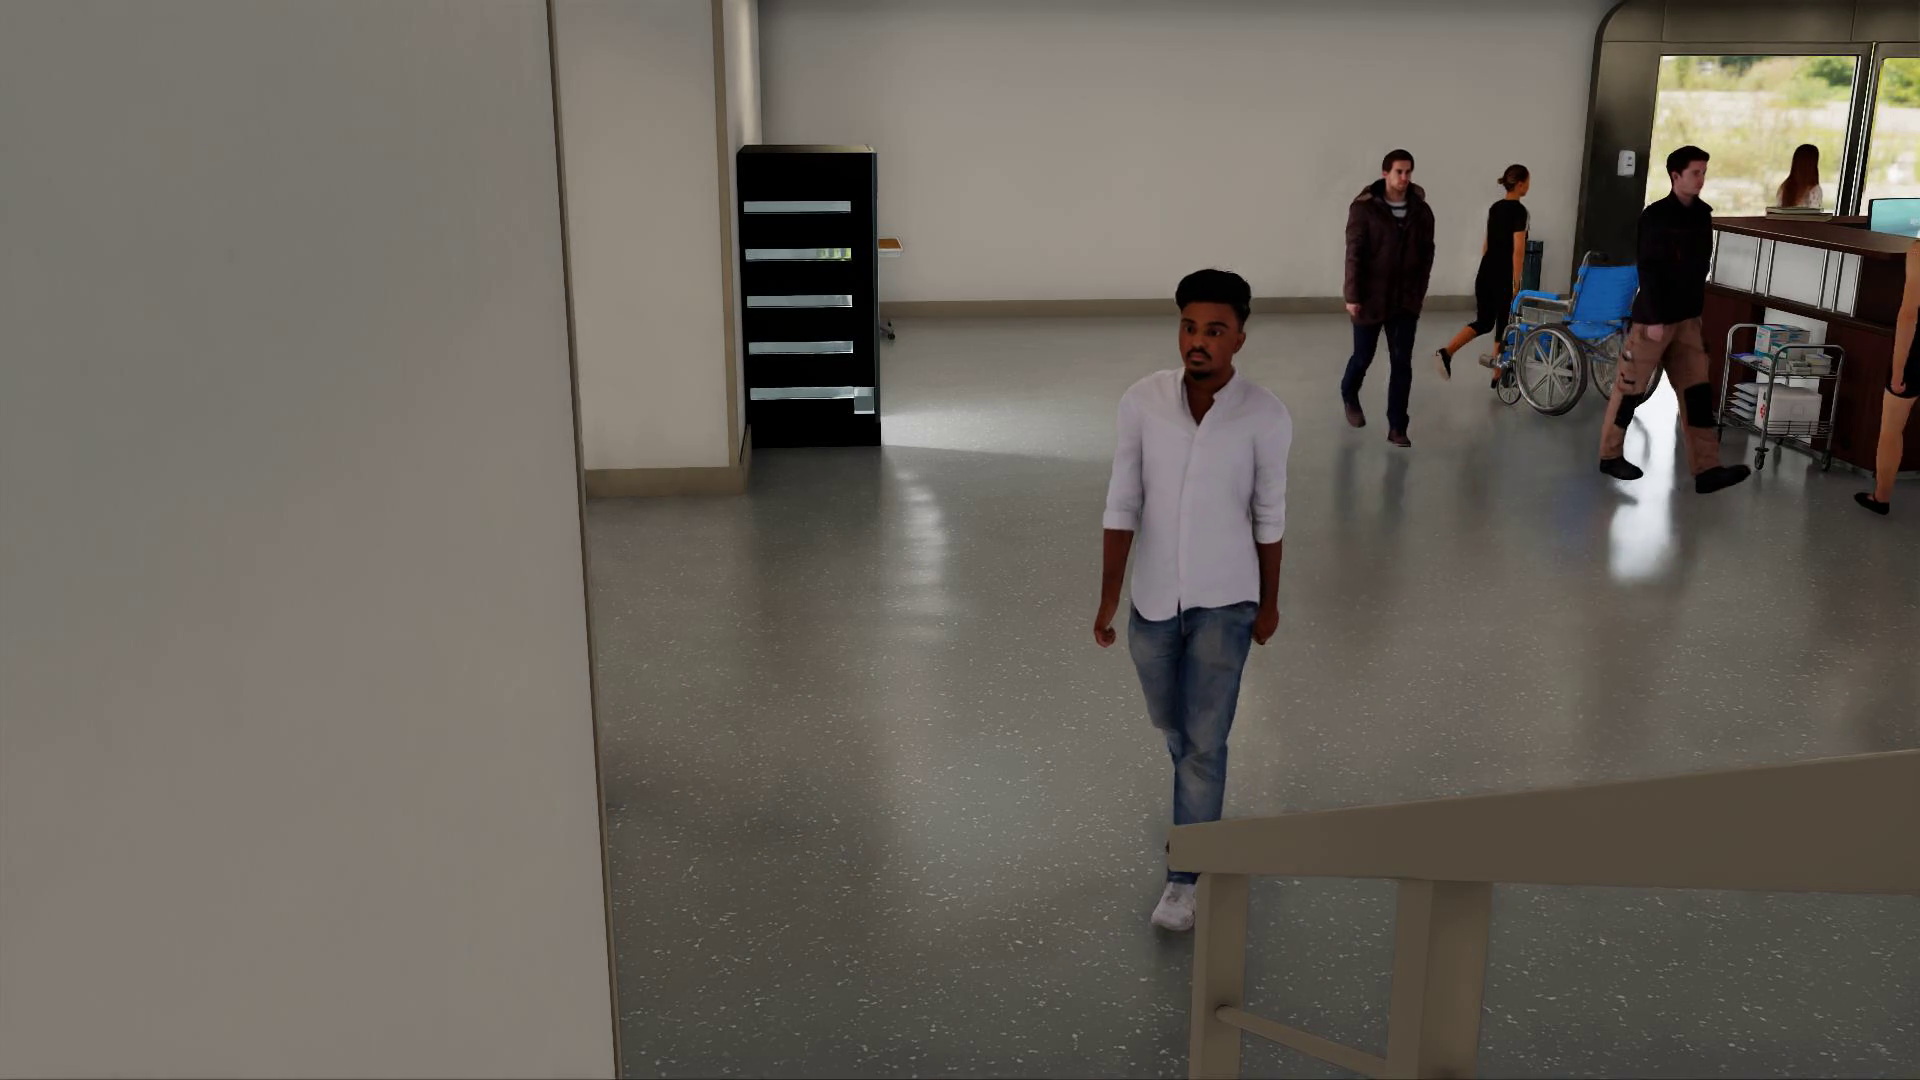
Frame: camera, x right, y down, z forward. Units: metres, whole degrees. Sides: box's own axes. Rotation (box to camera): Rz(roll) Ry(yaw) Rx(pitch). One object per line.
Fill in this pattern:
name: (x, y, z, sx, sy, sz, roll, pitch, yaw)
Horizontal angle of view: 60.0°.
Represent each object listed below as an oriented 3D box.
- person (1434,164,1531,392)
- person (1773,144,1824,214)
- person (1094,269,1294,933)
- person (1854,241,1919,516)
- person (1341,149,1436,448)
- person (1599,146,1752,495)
person: (3.890, -1.910, 12.225, 0.765, 1.651, 0.904, -4, 16, -15)
person: (6.934, -2.438, 14.012, 0.786, 1.698, 0.993, -4, 16, -15)
person: (0.692, 0.125, 4.765, 1.022, 1.781, 1.235, 7, 17, 24)
person: (4.964, -0.888, 8.364, 0.689, 1.778, 1.138, -1, 16, -2)
person: (2.668, -1.532, 10.596, 0.743, 1.806, 1.165, -1, 16, -4)
person: (3.873, -1.205, 9.313, 0.980, 1.874, 1.275, -7, 17, -23)
